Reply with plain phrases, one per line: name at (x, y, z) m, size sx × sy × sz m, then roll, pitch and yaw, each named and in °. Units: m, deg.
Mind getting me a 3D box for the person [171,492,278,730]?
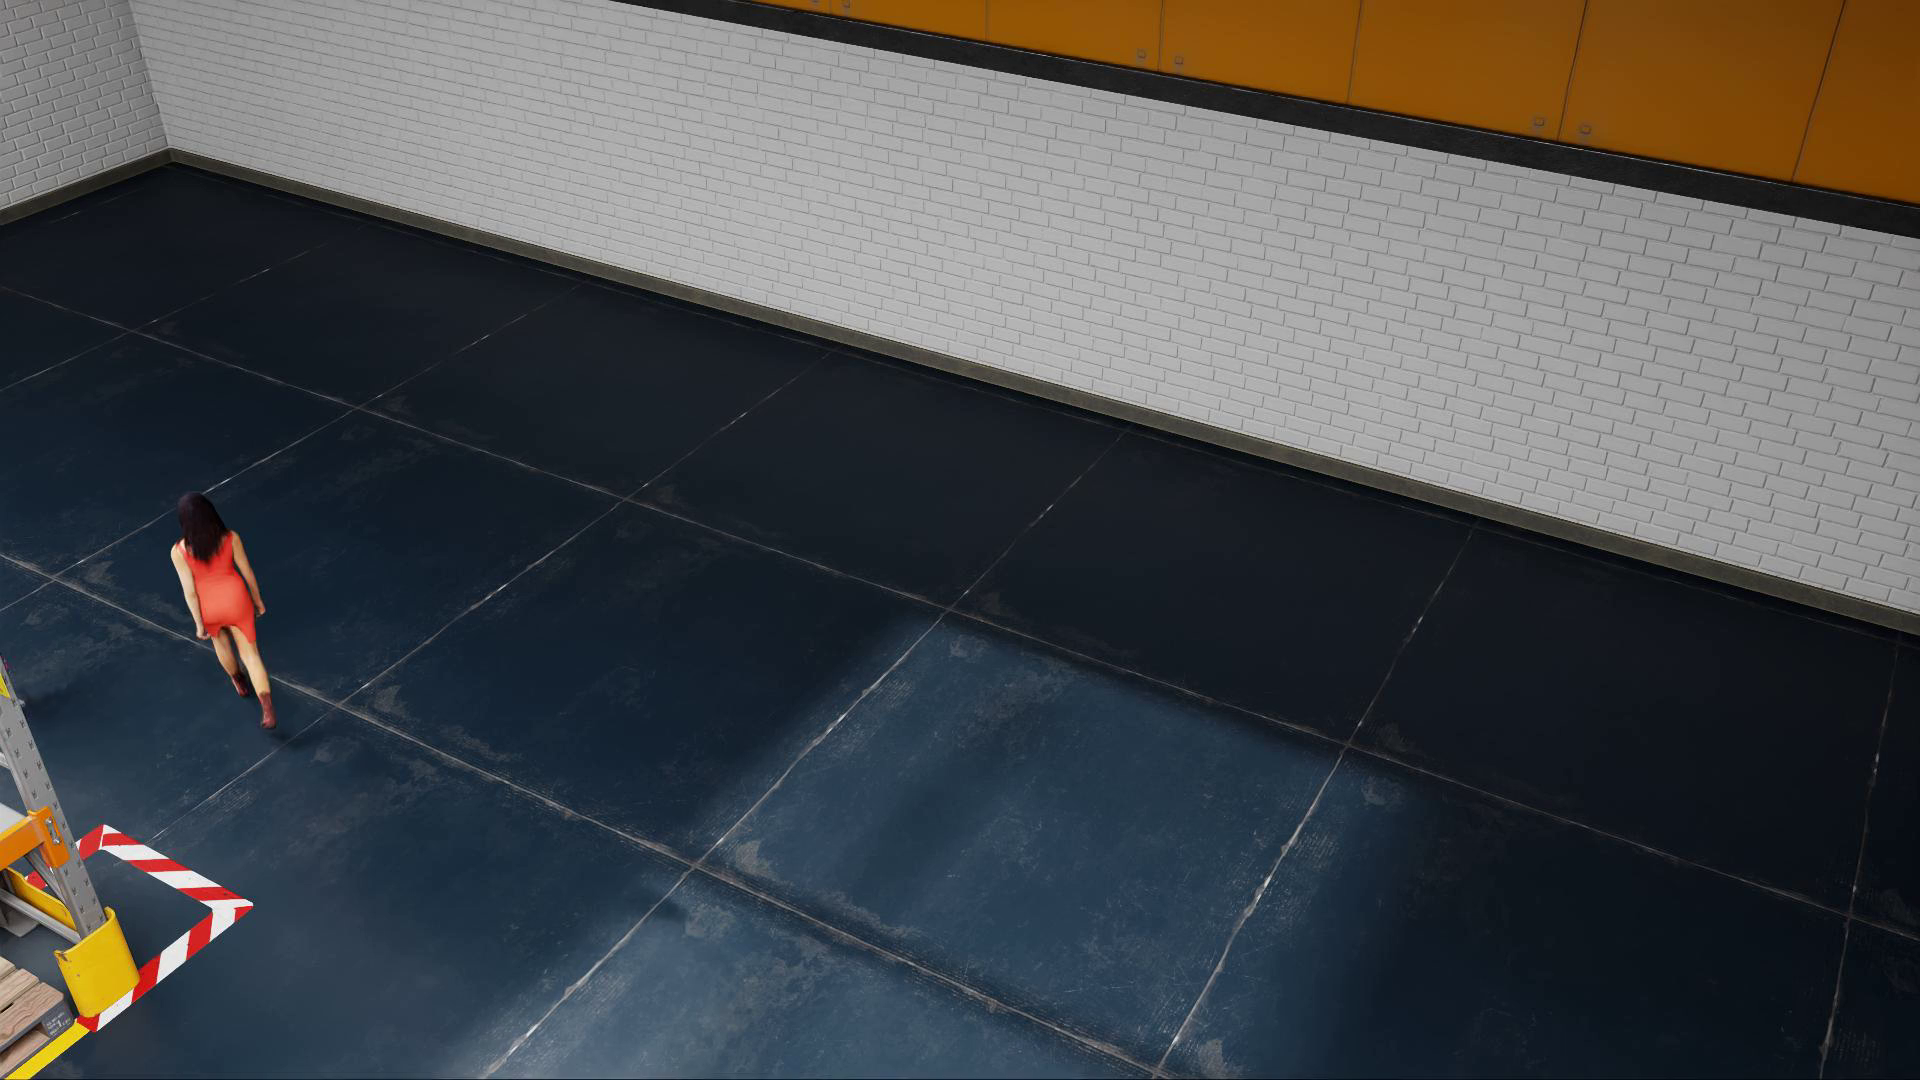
person at (-4.638, 0.483, 10.560) m, size 1.122 × 1.687 × 0.997 m, roll -19°, pitch 38°, yaw -26°
